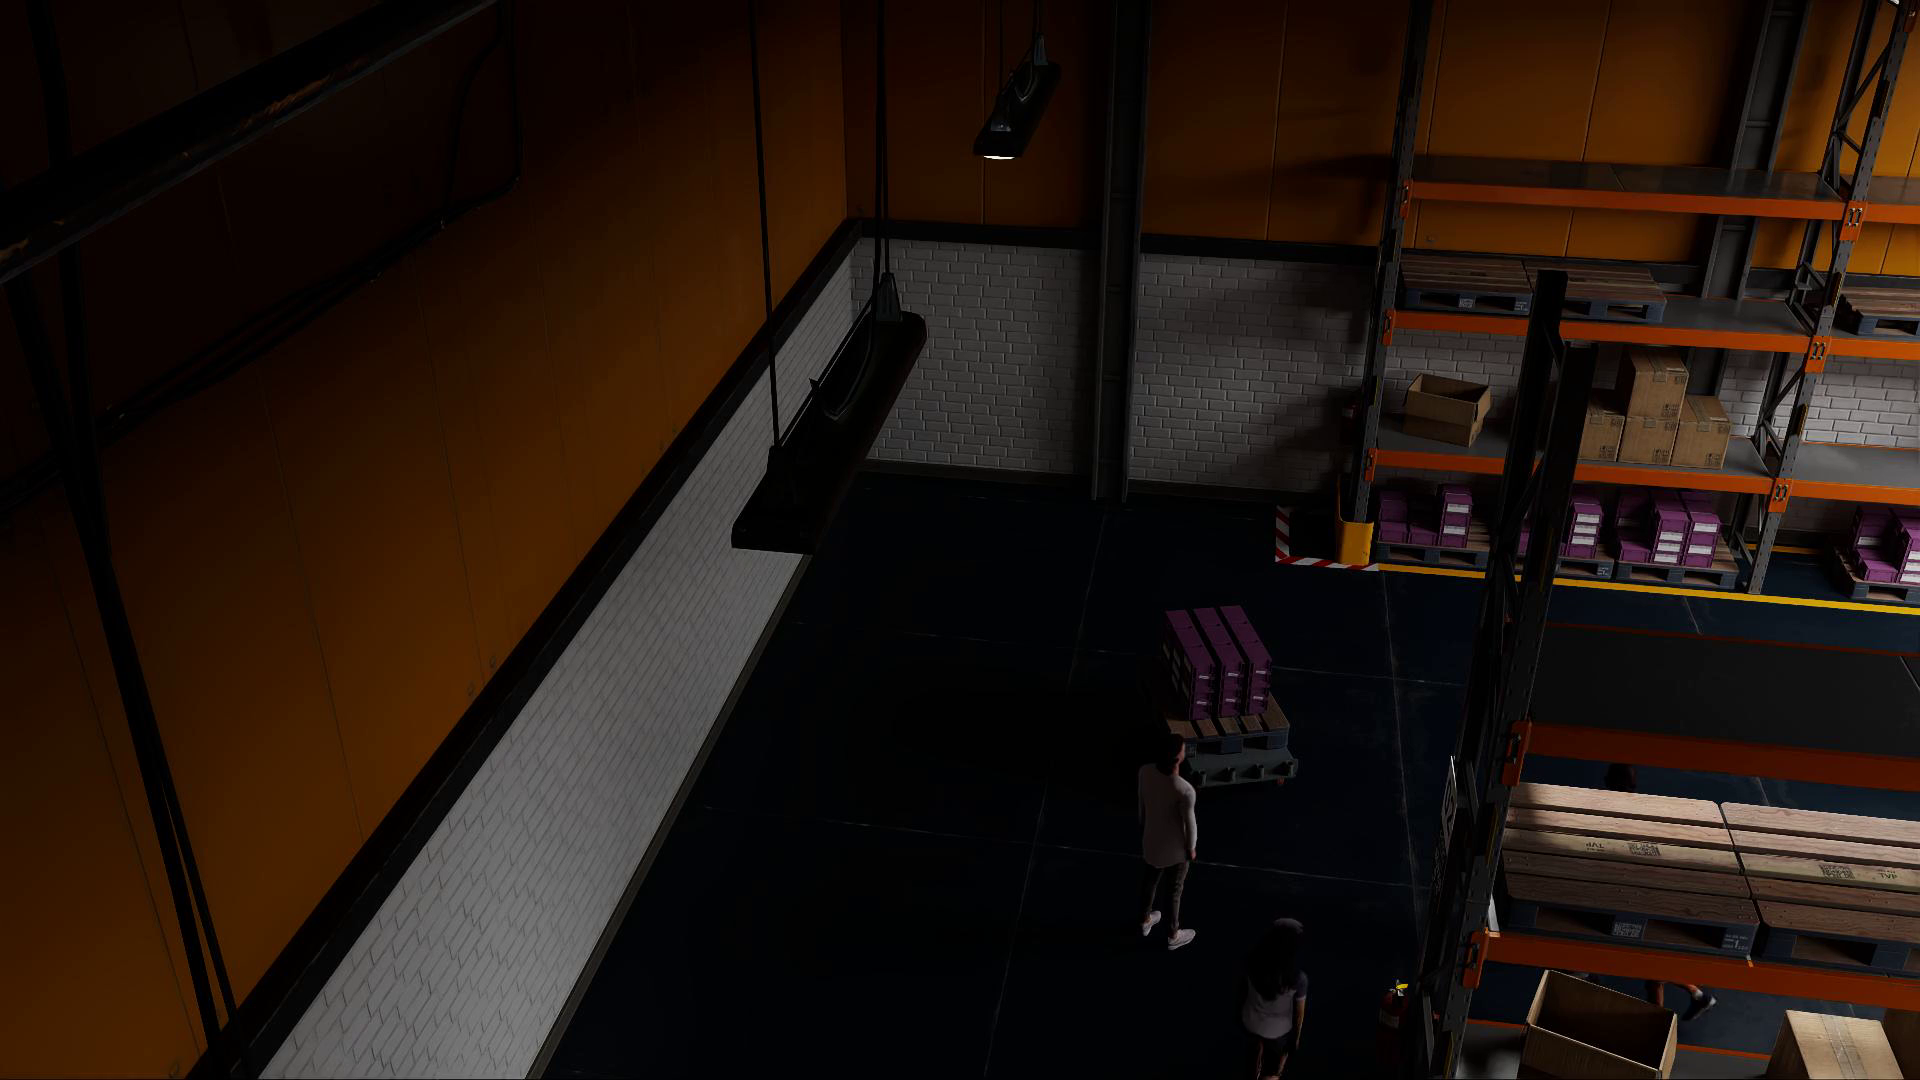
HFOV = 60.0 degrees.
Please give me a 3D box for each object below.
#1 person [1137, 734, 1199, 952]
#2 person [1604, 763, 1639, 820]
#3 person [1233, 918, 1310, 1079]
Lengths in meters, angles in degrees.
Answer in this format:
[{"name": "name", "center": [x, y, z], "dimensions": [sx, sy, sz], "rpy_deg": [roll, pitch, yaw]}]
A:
[{"name": "person", "center": [1.505, 2.170, 12.106], "dimensions": [0.813, 1.840, 0.709], "rpy_deg": [-26, 38, -38]}, {"name": "person", "center": [4.679, 2.307, 12.056], "dimensions": [0.560, 1.648, 0.593], "rpy_deg": [10, 30, 18]}, {"name": "person", "center": [1.916, 3.115, 10.548], "dimensions": [0.996, 1.674, 0.892], "rpy_deg": [15, 32, 25]}]
